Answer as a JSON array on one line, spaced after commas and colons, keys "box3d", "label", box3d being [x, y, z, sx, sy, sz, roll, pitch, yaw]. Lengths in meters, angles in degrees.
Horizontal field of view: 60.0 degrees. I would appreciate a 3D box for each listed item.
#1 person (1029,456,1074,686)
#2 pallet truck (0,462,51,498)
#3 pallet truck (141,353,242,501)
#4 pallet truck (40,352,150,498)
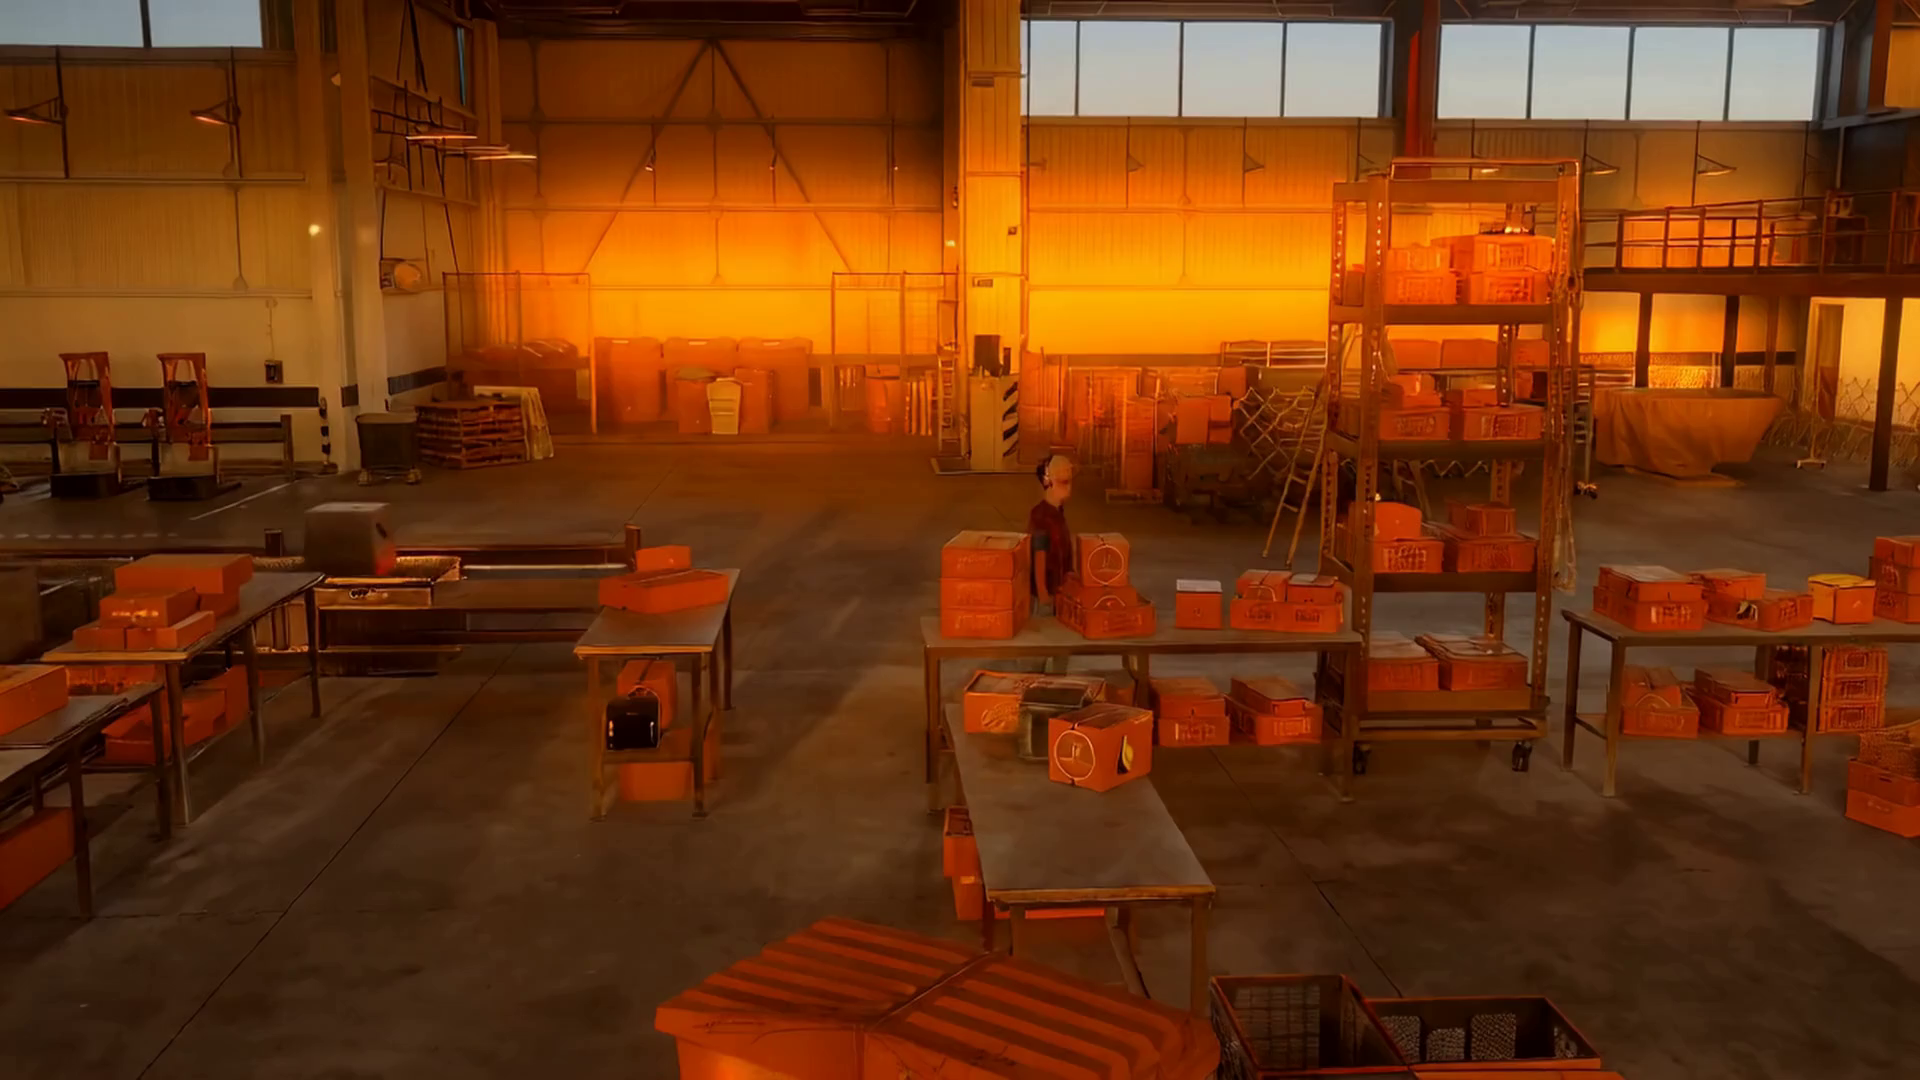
[{"box3d": [0.614, 0.376, 10.889, 0.326, 1.871, 0.520, 3, 9, 16], "label": "person"}, {"box3d": [-13.193, -1.293, 23.148, 0.653, 1.274, 1.630, -1, 9, -4], "label": "pallet truck"}, {"box3d": [-10.520, -1.604, 22.925, 0.823, 1.965, 1.885, -1, 9, -6], "label": "pallet truck"}, {"box3d": [-11.907, -1.642, 23.165, 0.823, 1.965, 1.885, 0, 9, 0], "label": "pallet truck"}]
